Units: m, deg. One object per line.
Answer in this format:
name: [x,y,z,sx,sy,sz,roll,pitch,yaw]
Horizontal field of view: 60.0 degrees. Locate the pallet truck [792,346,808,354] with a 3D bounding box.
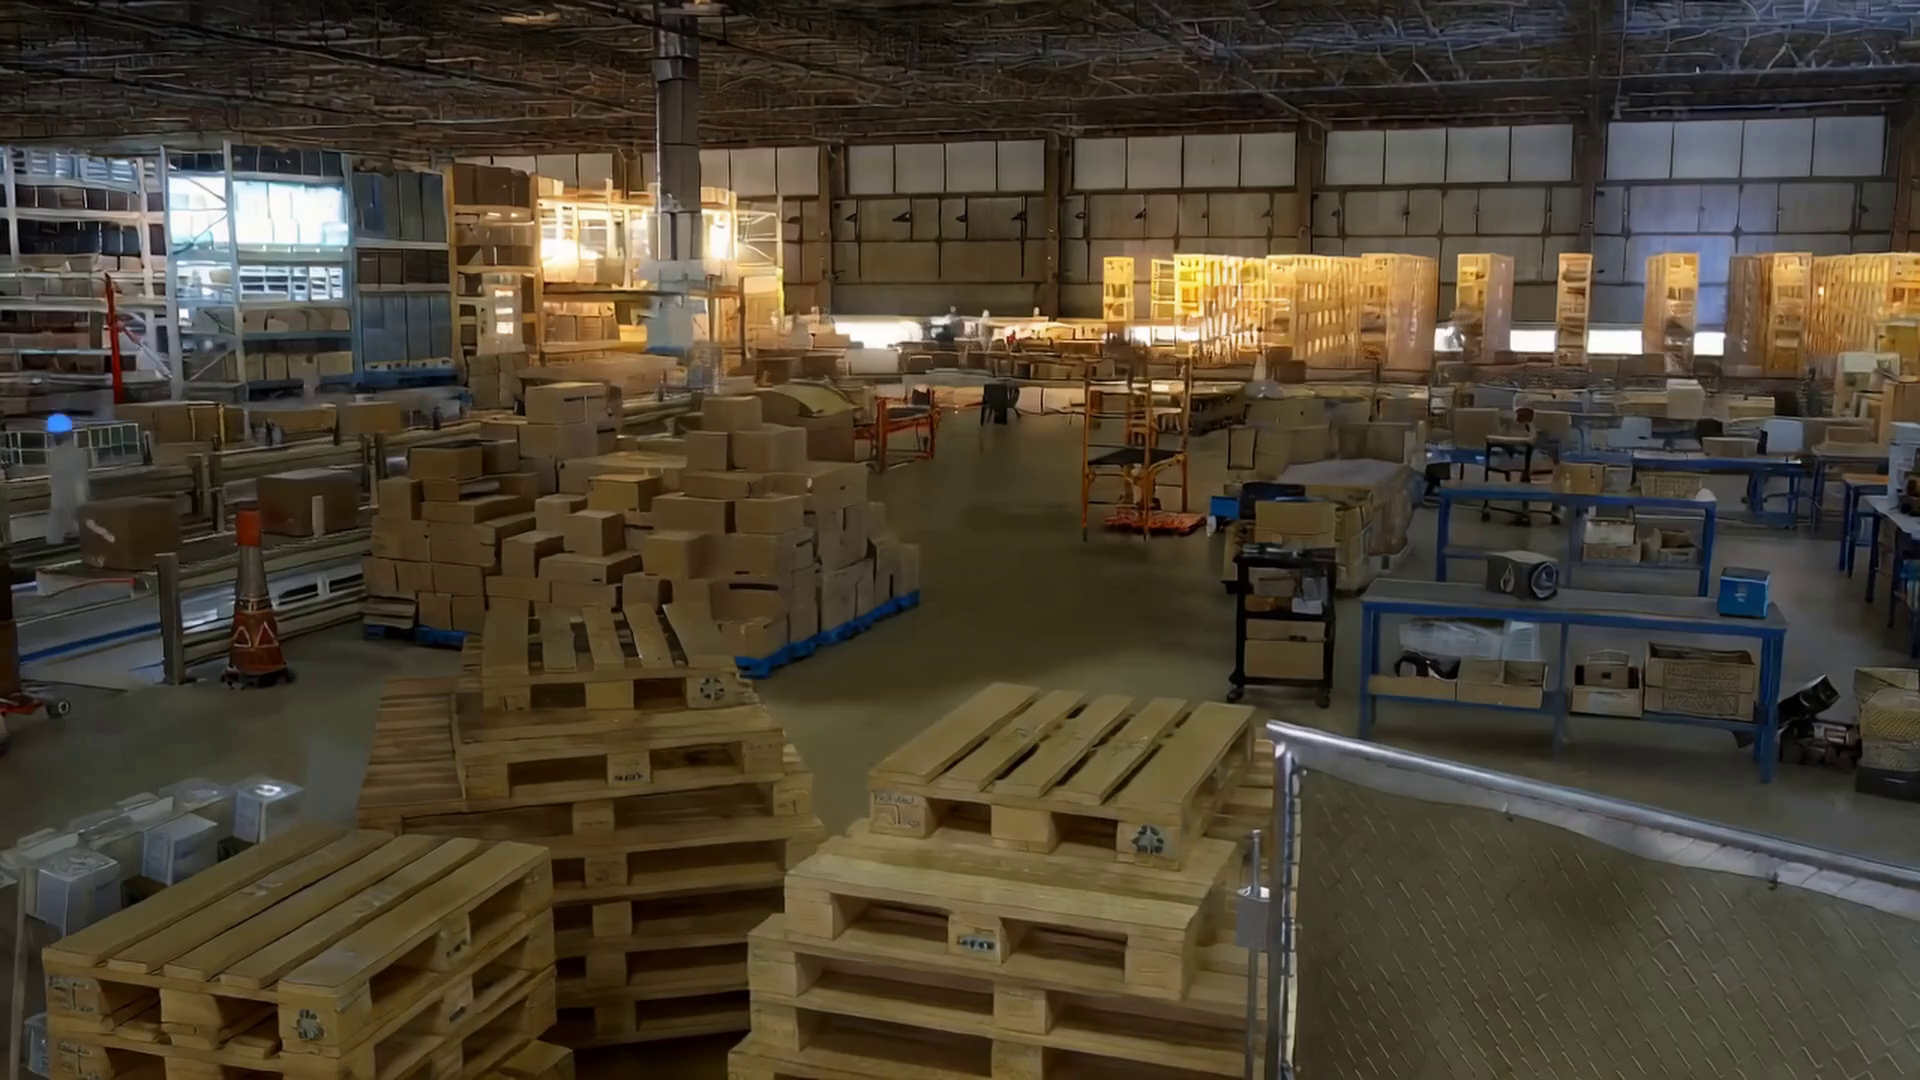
pallet truck: [-3.705,-4.298,42.022,0.653,1.274,1.630,3,10,20]

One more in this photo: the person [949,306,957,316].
person: [-0.190,-8.510,66.926,0.892,1.797,0.642,1,9,4]

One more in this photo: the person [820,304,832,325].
person: [-4.913,-7.628,60.756,0.375,1.995,0.611,7,12,39]

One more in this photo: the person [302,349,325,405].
person: [-12.737,-2.944,32.596,0.805,1.602,0.512,4,10,21]

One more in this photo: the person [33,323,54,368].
person: [-22.190,-4.298,40.240,0.904,1.859,0.678,-7,12,-39]

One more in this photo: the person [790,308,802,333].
person: [-6.377,-8.127,64.682,0.545,1.740,0.578,3,10,21]

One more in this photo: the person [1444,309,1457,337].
person: [17.366,-7.267,59.057,0.824,1.817,0.576,1,9,8]

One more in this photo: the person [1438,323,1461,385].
person: [12.747,-4.754,43.424,0.670,1.770,0.886,-8,12,-40]

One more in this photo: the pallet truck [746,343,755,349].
pallet truck: [-6.183,-4.618,44.264,1.601,1.201,0.680,-9,12,-43]

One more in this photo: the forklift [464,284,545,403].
forklift: [-10.832,-4.702,39.610,1.129,2.768,1.873,3,10,20]

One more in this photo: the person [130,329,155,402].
person: [-17.245,-3.490,35.035,0.551,1.905,0.637,-2,9,-13]

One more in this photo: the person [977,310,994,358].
person: [0.812,-6.343,52.858,0.631,1.936,0.430,-7,12,-39]

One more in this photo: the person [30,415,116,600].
person: [-8.434,-0.338,15.830,0.534,1.724,0.890,4,10,24]

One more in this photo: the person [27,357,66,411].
person: [-15.228,-2.291,27.802,0.616,1.811,0.496,2,9,14]

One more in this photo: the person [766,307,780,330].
person: [-6.819,-7.571,60.737,0.559,1.895,0.976,3,10,19]
